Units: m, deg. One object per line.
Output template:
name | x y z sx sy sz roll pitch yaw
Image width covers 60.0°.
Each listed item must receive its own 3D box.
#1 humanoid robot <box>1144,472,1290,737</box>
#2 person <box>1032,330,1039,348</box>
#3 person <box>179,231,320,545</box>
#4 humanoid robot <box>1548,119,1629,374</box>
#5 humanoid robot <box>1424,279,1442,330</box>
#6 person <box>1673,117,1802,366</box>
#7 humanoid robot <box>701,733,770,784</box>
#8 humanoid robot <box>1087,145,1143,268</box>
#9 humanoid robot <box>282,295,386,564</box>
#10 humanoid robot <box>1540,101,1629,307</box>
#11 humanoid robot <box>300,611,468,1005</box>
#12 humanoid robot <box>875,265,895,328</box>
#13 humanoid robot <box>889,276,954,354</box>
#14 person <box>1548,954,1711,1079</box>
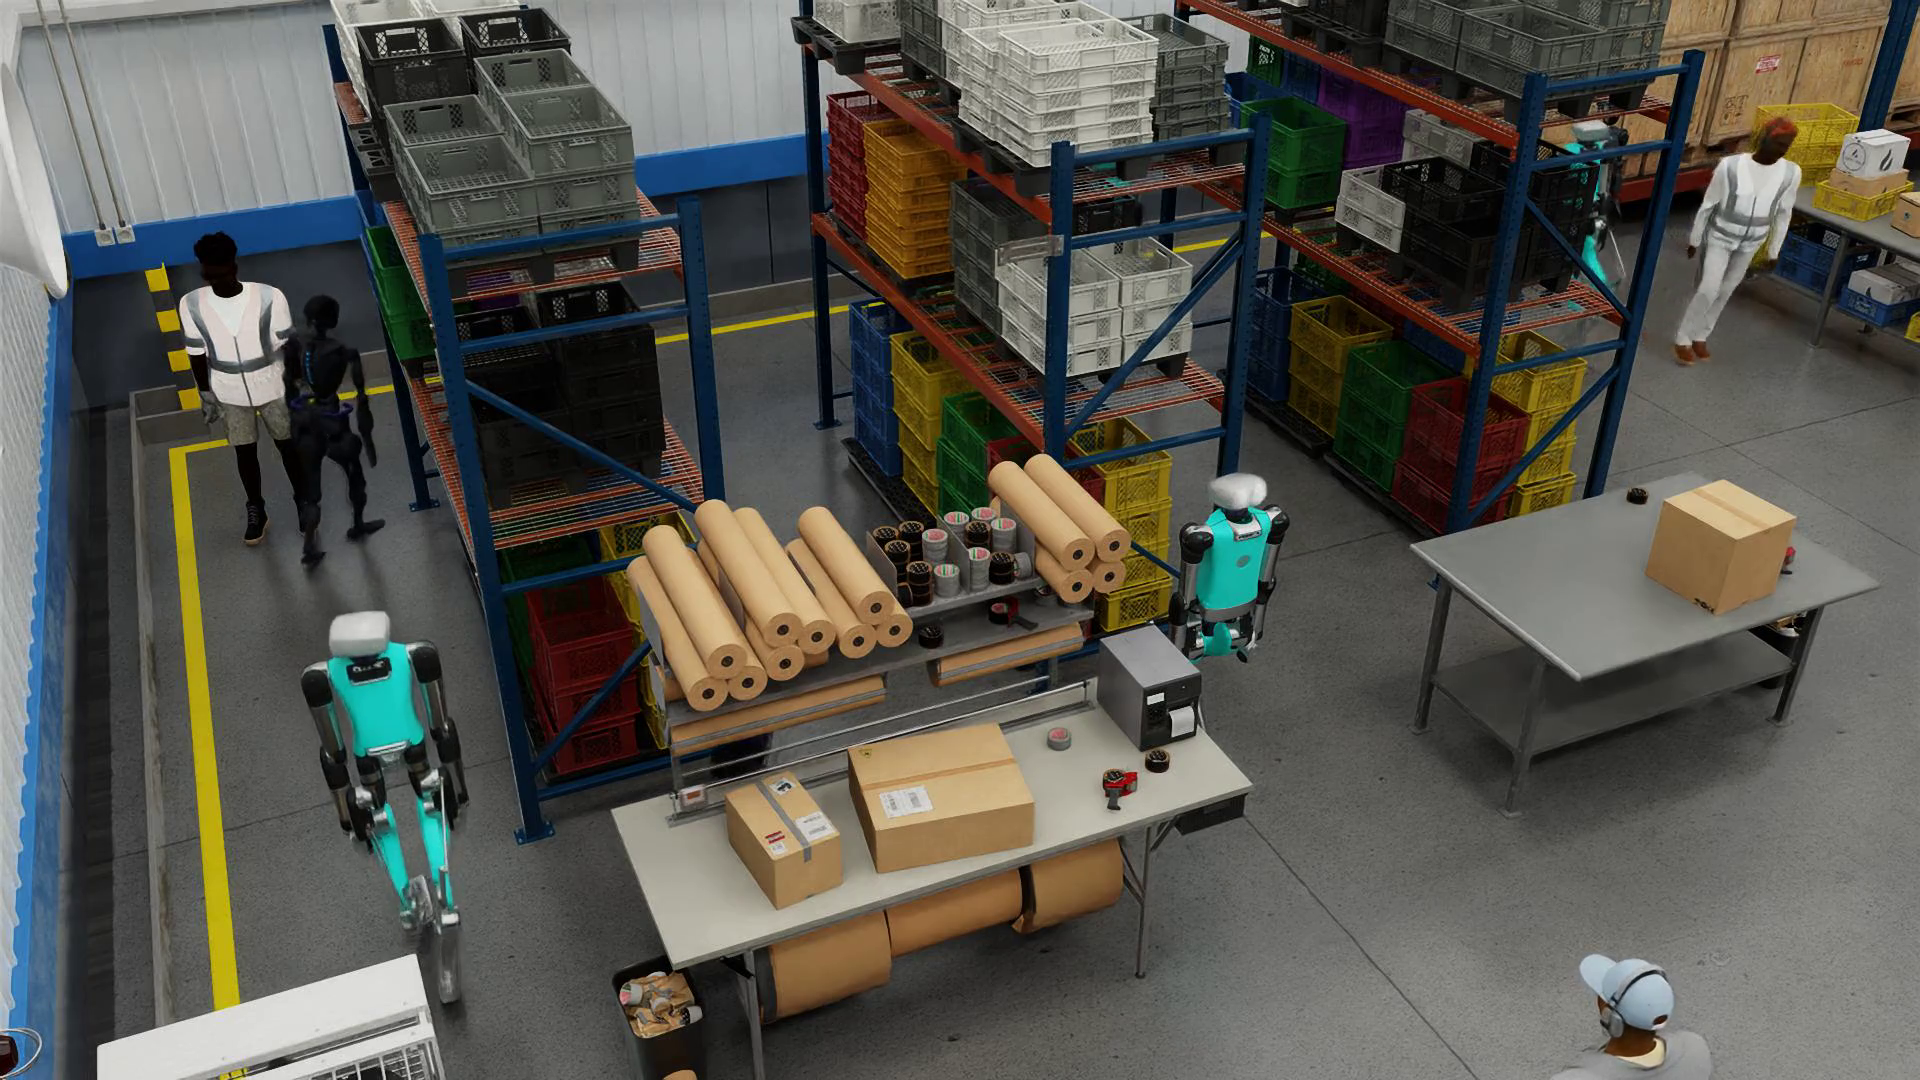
humanoid robot | 1.118 0.337 7.890 0.533 1.681 0.735 -13 34 -20
person | 0.530 -2.321 12.048 0.365 2.048 0.606 -22 38 -32
person | -4.168 -0.887 9.794 0.610 1.962 0.364 -8 33 -13
humanoid robot | 4.530 -2.022 11.957 0.539 1.887 0.807 -13 34 -20
humanoid robot | 3.496 -1.970 11.878 0.594 1.652 0.719 -15 35 -23
person | 5.555 -2.115 11.895 0.614 1.851 0.525 3 32 5
humanoid robot | -0.904 0.894 7.229 0.736 1.654 0.608 2 32 4
humanoid robot | 1.236 -2.256 12.252 0.553 1.802 0.725 27 41 37
humanoid robot | -3.715 -0.644 9.708 0.632 1.641 0.630 8 32 12
humanoid robot | 4.872 -2.634 12.890 0.599 1.657 0.315 -13 34 -20
humanoid robot | -2.233 1.165 6.699 0.537 1.737 1.027 -11 33 -18
humanoid robot | -0.517 -2.142 12.104 0.373 1.654 0.607 5 32 9
humanoid robot | -0.261 -2.005 11.833 0.890 1.762 0.547 -3 32 -6
person | 1.948 1.999 5.213 0.597 1.850 0.387 -13 34 -20
